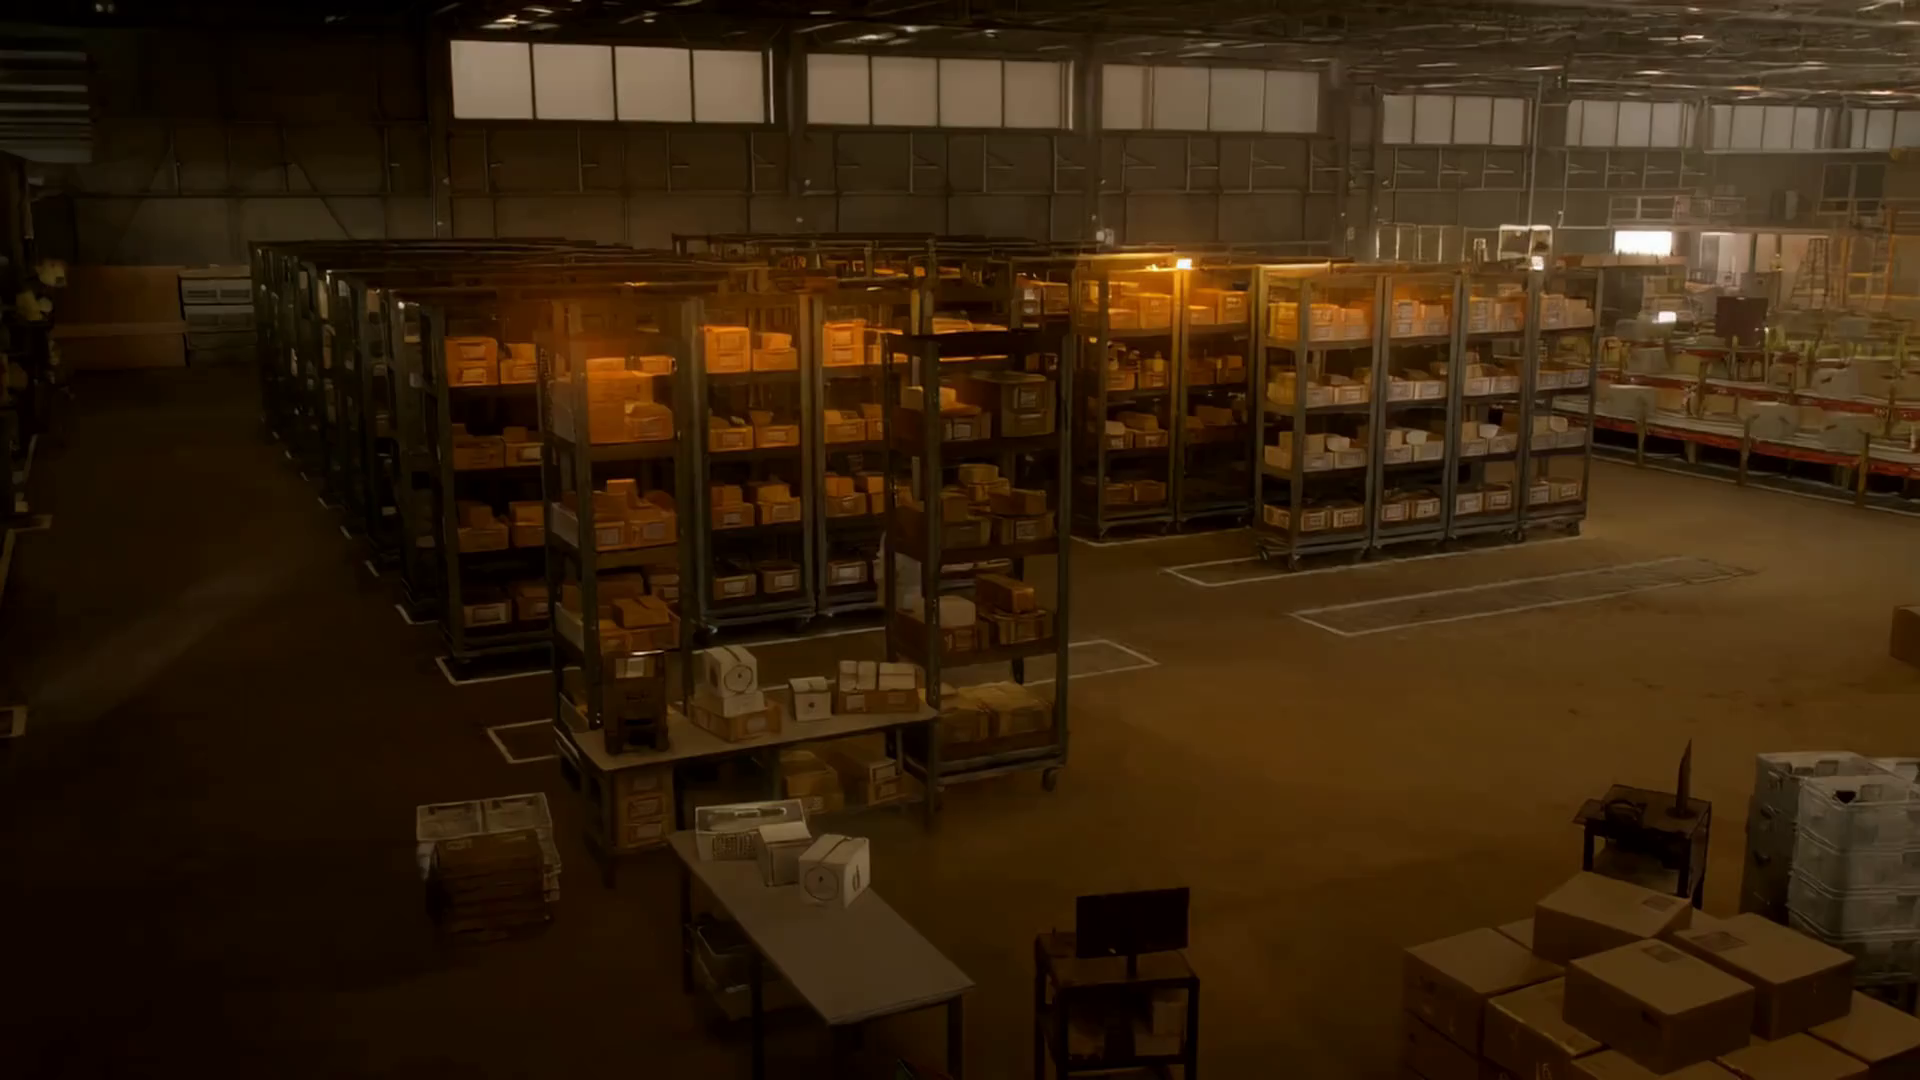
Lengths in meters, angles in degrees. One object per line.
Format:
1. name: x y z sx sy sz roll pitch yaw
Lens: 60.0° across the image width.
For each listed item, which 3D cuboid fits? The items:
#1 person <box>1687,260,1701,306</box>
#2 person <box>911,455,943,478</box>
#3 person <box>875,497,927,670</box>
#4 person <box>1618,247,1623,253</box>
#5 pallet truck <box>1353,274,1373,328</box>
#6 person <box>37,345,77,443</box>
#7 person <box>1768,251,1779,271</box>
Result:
1. person: 27.917 -9.708 63.261 0.584 1.882 0.337 -6 14 -26
2. person: -0.523 -1.144 23.305 0.570 1.840 0.373 -6 14 -26
3. person: -0.549 0.437 16.170 0.573 1.740 0.416 -7 14 -30
4. person: 29.814 -12.296 75.269 0.594 1.924 0.381 -6 14 -26
5. pallet truck: 13.011 -8.050 55.243 0.823 1.965 1.885 -7 14 -28
6. person: -16.599 -2.679 30.570 0.606 1.819 0.423 -6 14 -28
7. person: 34.215 -11.165 69.960 0.551 1.932 0.378 -6 14 -26
